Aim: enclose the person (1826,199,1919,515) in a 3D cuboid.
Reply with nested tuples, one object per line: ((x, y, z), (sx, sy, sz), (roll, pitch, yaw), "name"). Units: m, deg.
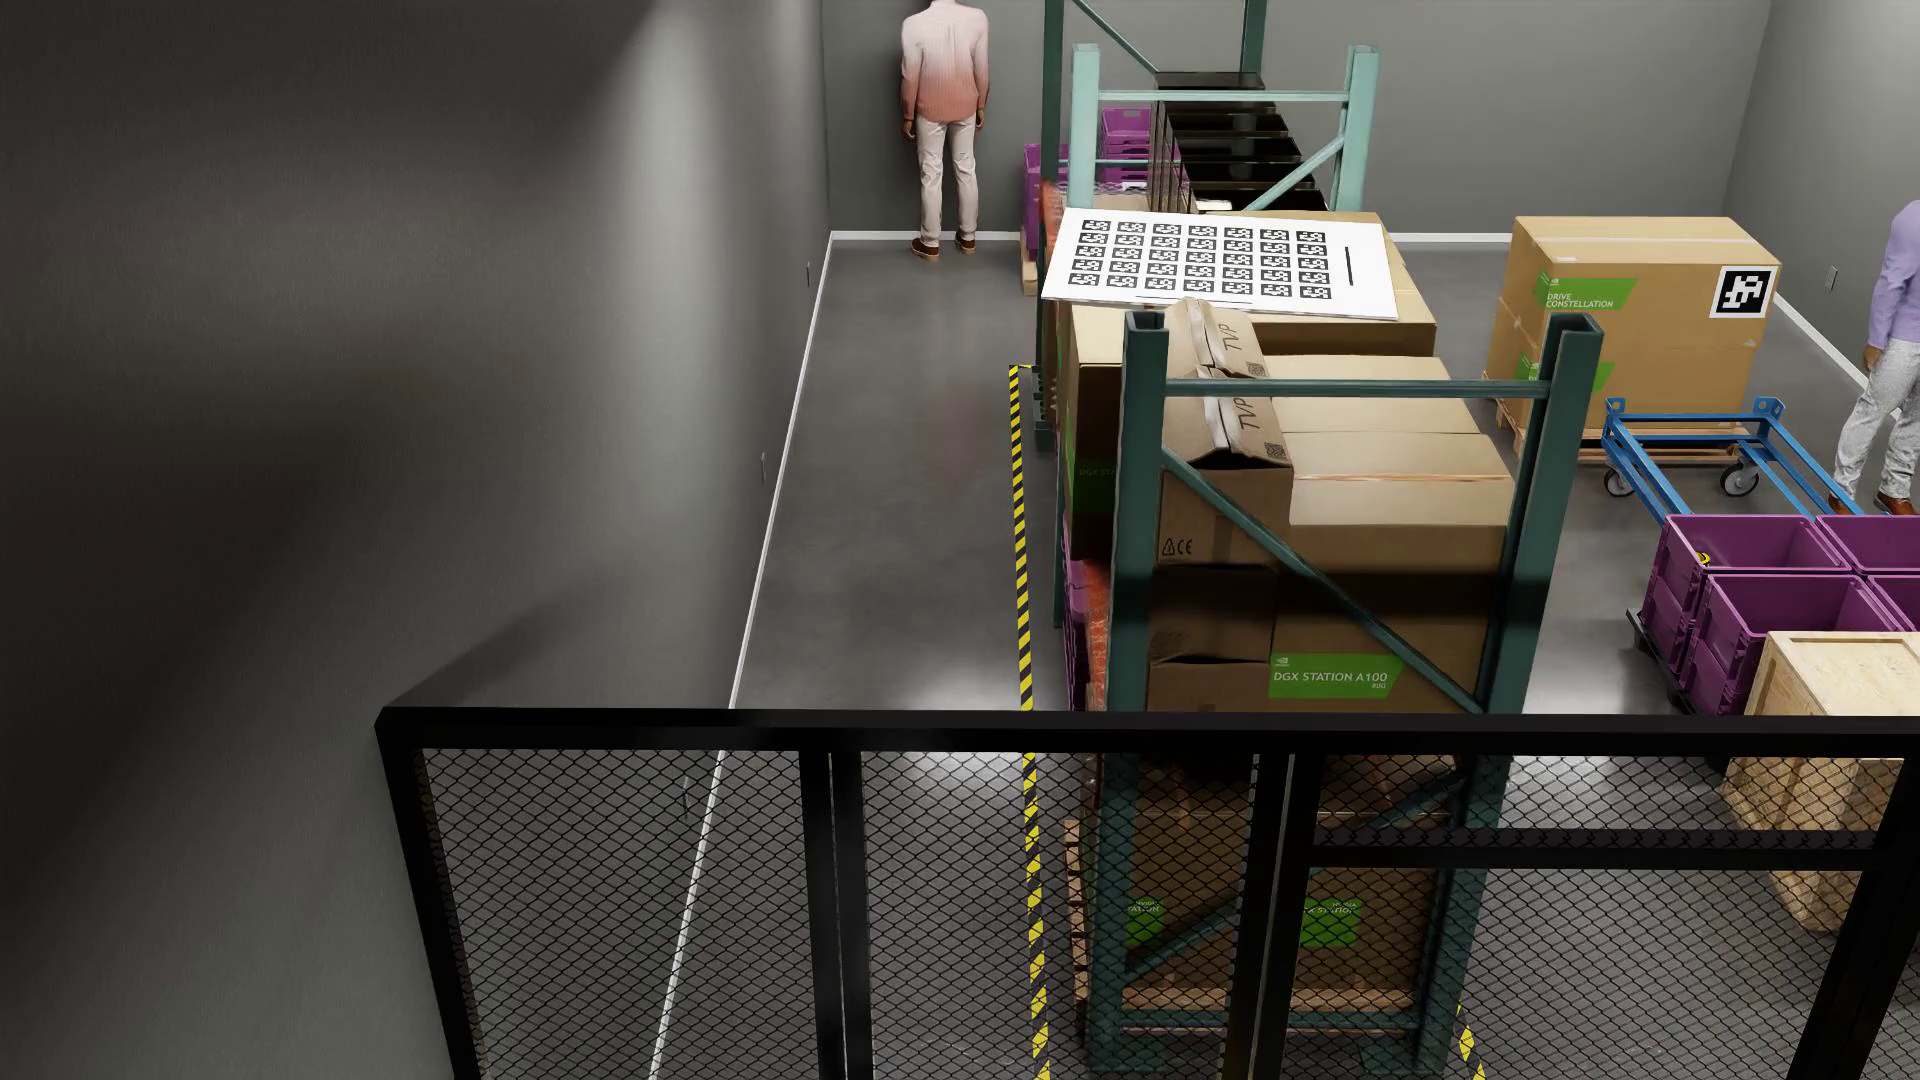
((4.539, -0.944, 7.782), (0.627, 1.940, 0.371), (-1, 31, -1), "person")

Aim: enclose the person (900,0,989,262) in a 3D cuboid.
((-0.103, -2.810, 10.829), (0.611, 1.995, 0.375), (-13, 33, -20), "person")
